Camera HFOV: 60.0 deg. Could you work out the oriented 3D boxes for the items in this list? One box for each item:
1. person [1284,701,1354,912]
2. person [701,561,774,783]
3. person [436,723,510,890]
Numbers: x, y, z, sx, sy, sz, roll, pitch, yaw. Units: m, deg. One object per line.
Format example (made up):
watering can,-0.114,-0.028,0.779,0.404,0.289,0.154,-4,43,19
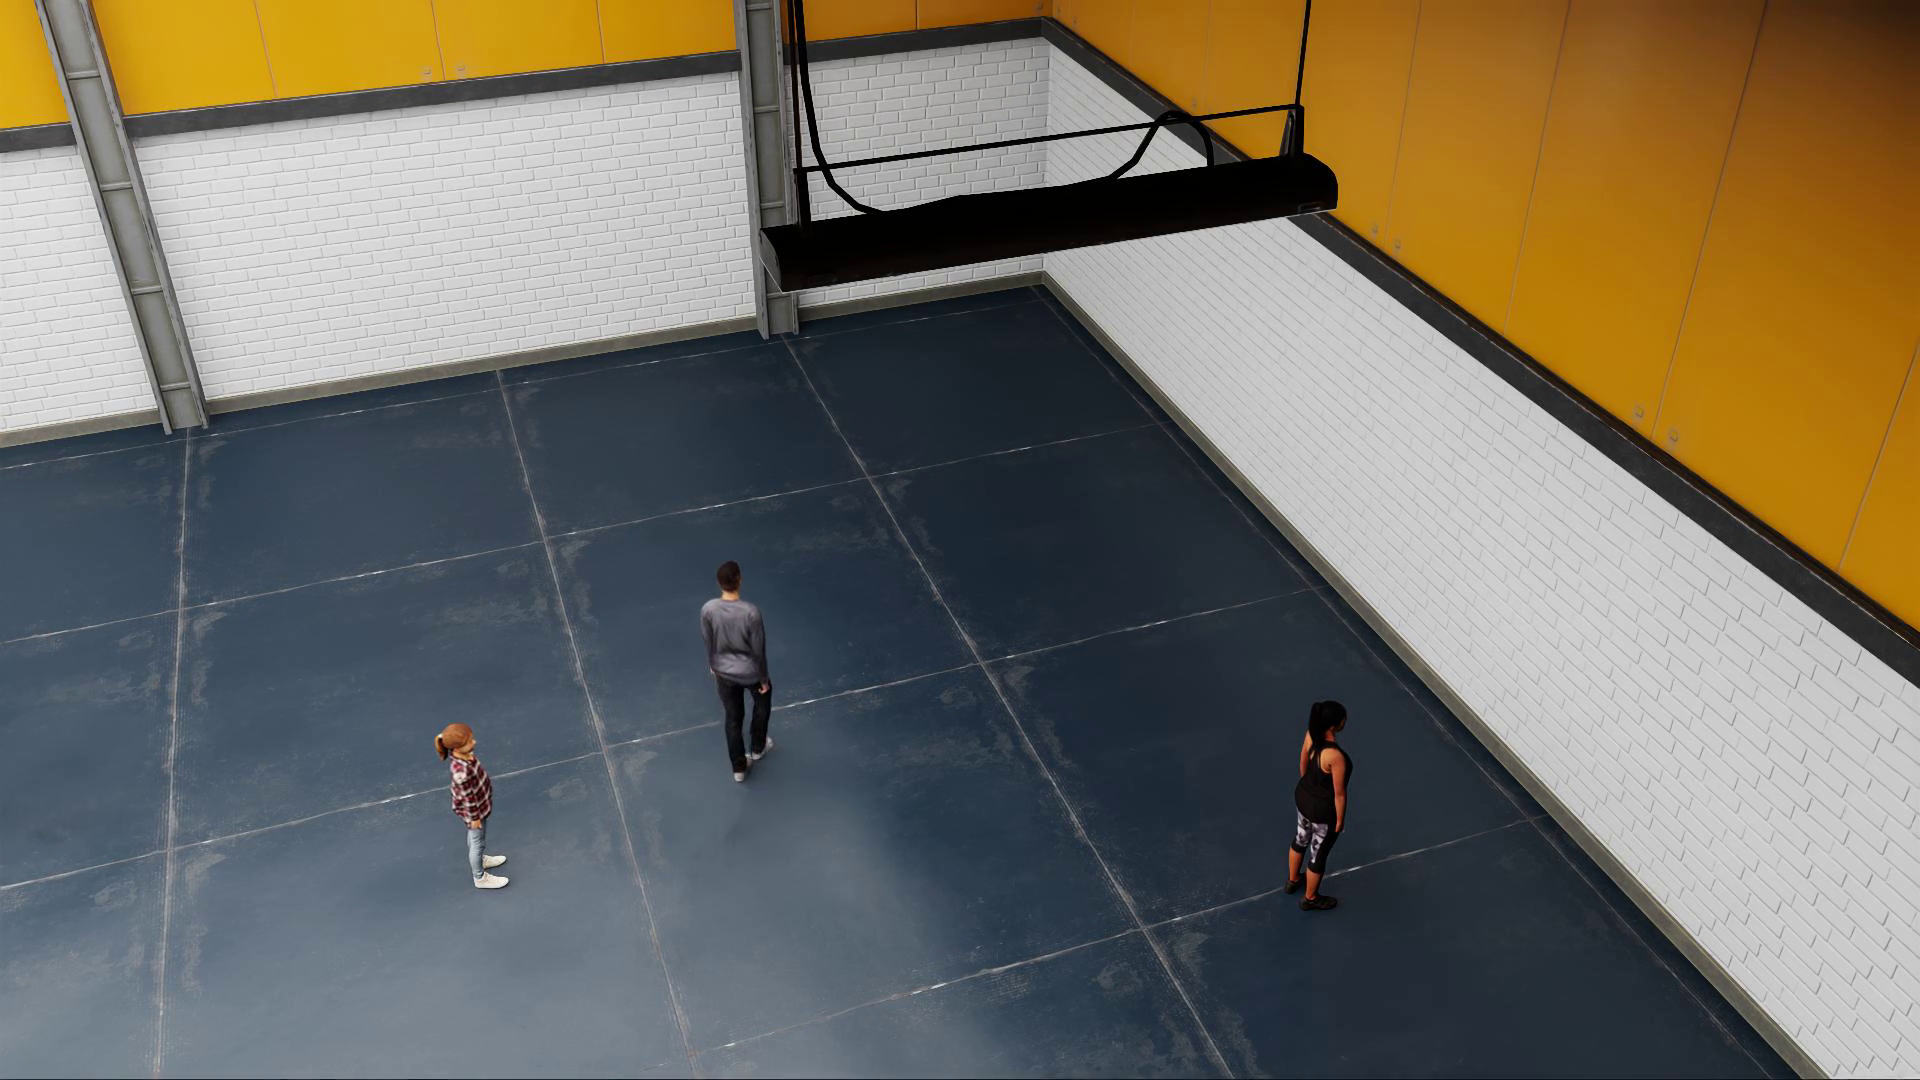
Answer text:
person,2.298,1.679,10.648,0.516,1.660,0.584,-14,36,-20
person,-1.562,0.969,11.638,0.788,1.747,0.850,6,34,8
person,-3.209,1.721,10.905,0.510,1.305,0.540,-9,35,-13
